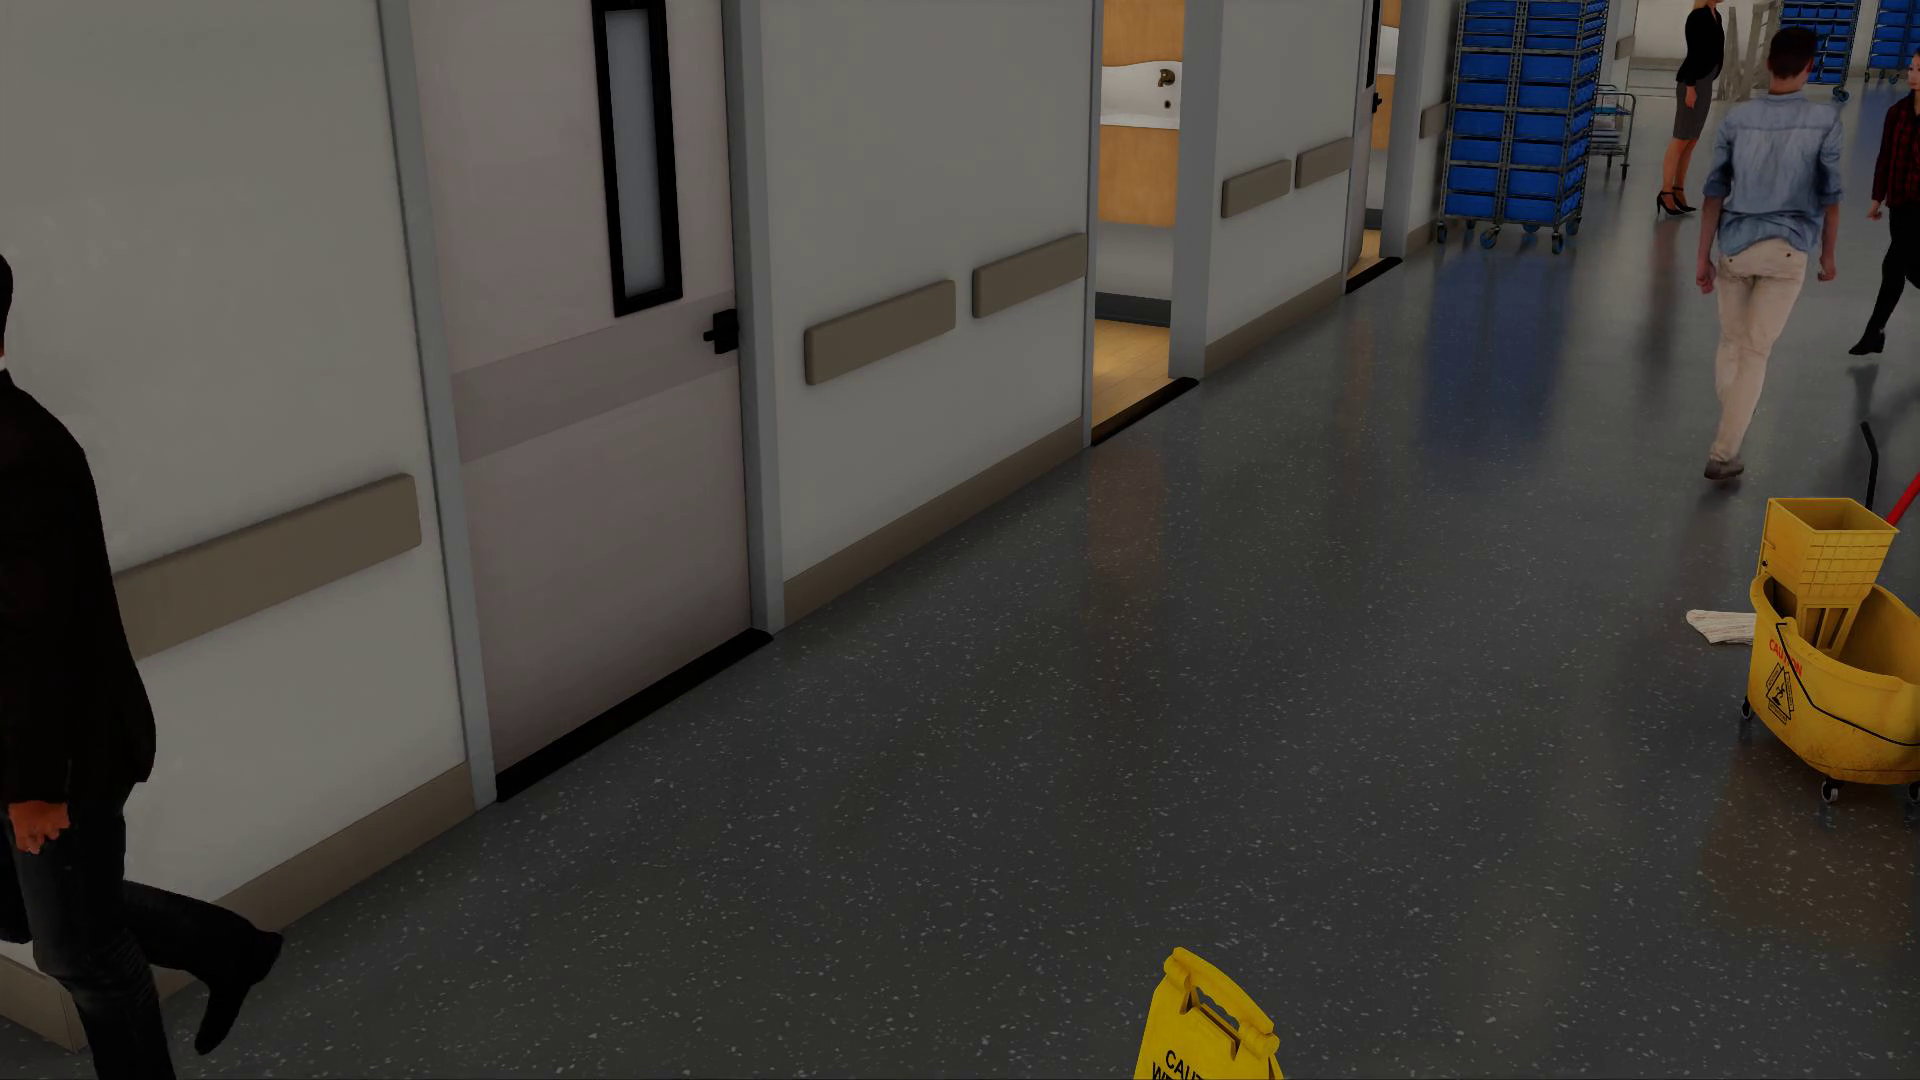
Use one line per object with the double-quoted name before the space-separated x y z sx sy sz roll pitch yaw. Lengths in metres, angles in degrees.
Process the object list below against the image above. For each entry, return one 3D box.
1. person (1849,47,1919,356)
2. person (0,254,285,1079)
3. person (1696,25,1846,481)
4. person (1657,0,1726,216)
"person" 5.137 -1.770 8.812 1.131 1.606 0.959 -11 23 -26
"person" -1.574 0.320 3.042 0.917 1.785 0.854 -19 28 -41
"person" 3.270 -1.133 6.847 0.807 1.809 1.192 18 27 39
"person" 5.723 -3.479 12.991 0.699 1.843 0.543 17 27 38
